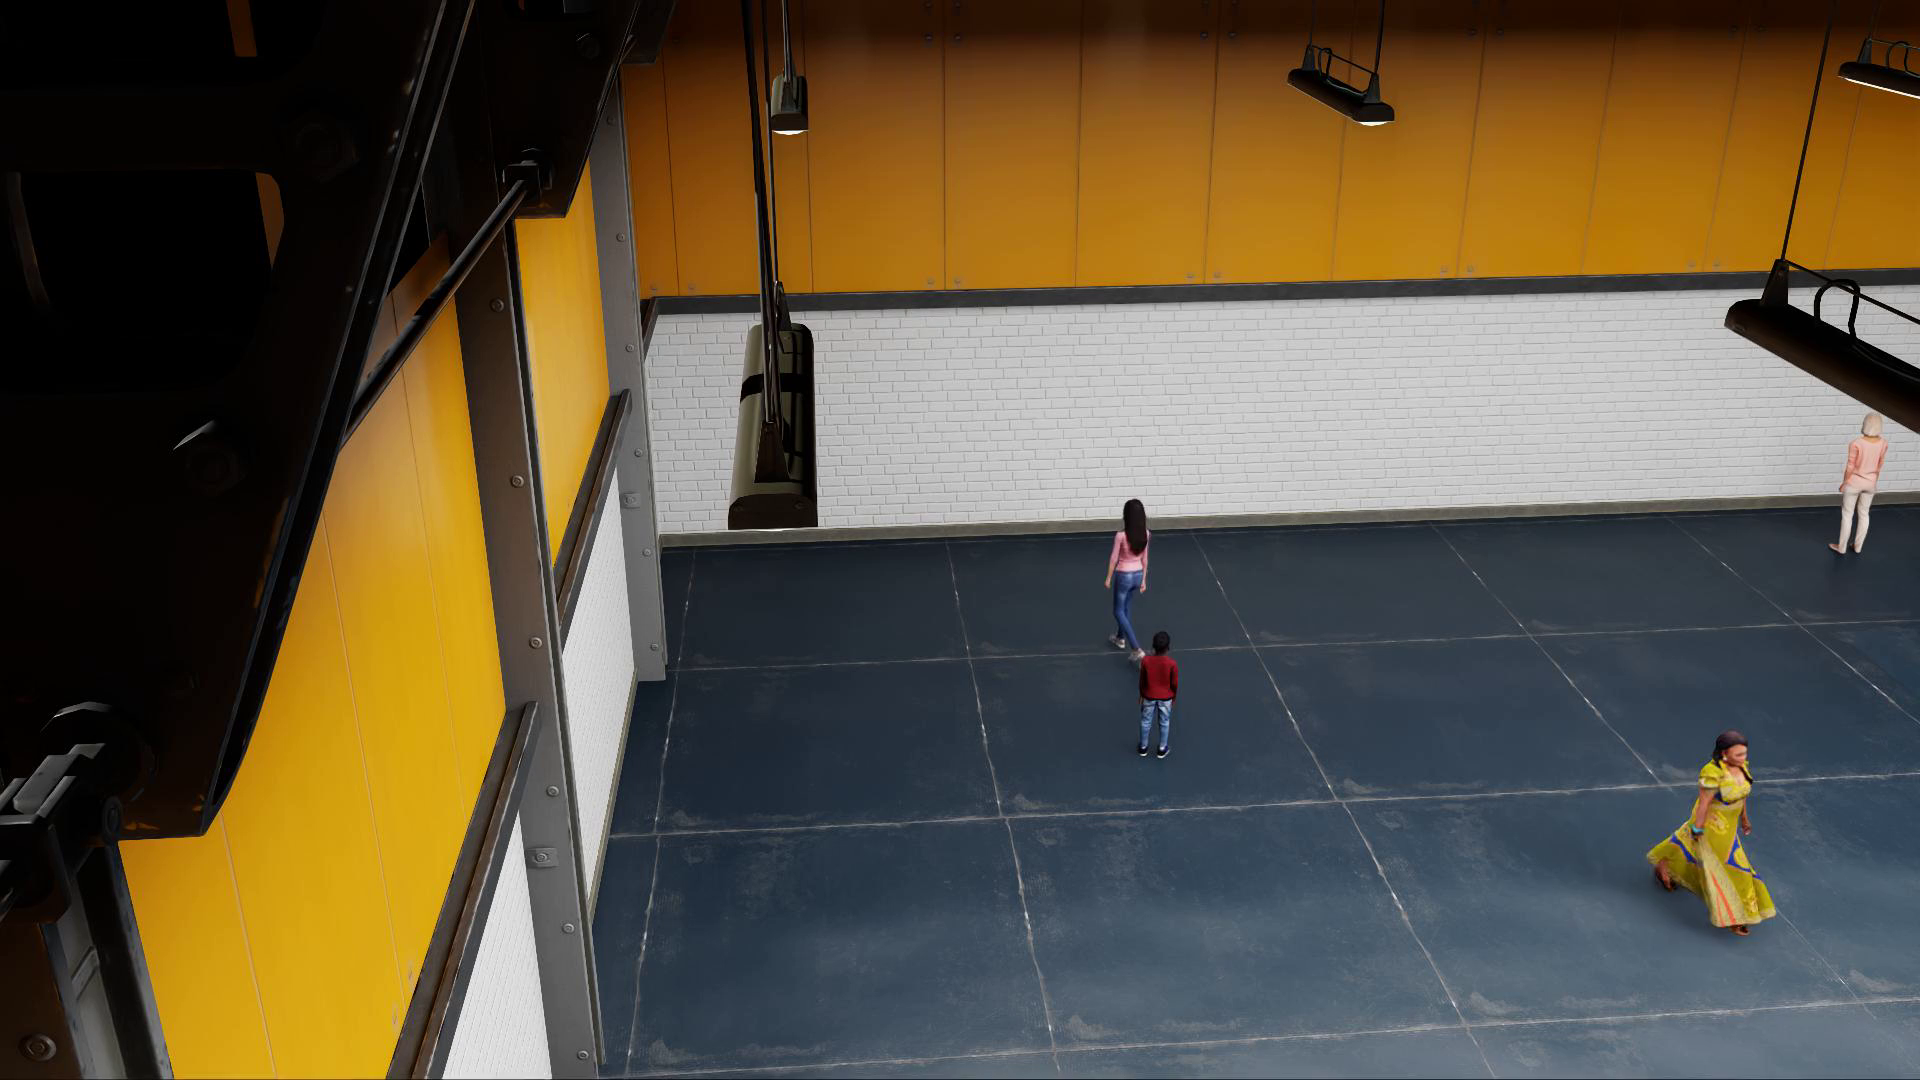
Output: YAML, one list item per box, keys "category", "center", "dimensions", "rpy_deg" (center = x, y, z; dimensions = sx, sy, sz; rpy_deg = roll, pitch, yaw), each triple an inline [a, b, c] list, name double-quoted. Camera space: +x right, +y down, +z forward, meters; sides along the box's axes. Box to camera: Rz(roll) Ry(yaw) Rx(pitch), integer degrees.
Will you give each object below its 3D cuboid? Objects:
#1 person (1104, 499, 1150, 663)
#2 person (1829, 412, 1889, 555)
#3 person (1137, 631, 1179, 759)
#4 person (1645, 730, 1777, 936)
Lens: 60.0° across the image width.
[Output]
- category: "person"
  center: [1.724, 0.429, 16.919]
  dimensions: [0.848, 1.722, 1.060]
  rpy_deg: [-13, 27, -27]
- category: "person"
  center: [10.519, -0.670, 19.429]
  dimensions: [0.600, 1.725, 0.518]
  rpy_deg: [-1, 24, -2]
- category: "person"
  center: [1.809, 1.419, 15.241]
  dimensions: [0.540, 1.253, 0.539]
  rpy_deg: [3, 24, 8]
- category: "person"
  center: [5.833, 2.192, 13.022]
  dimensions: [1.271, 1.614, 1.439]
  rpy_deg: [-19, 30, -37]
